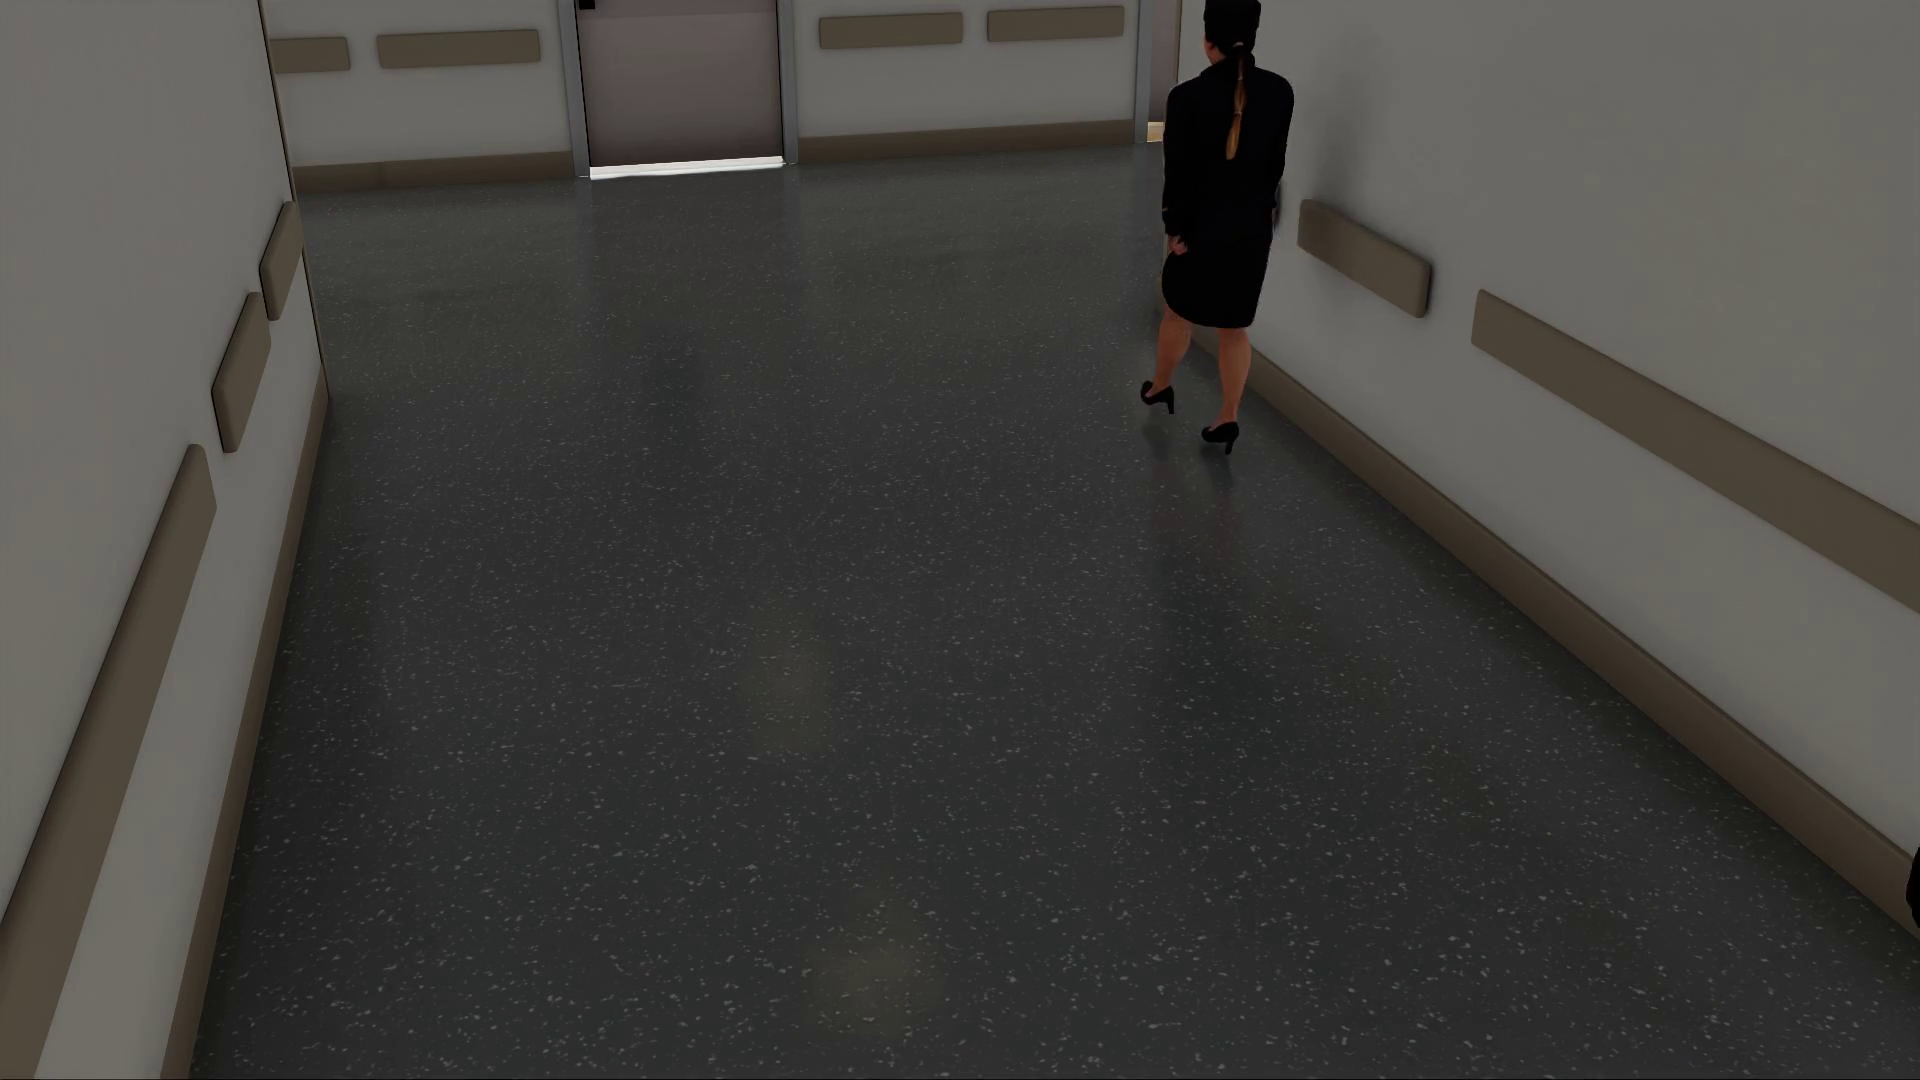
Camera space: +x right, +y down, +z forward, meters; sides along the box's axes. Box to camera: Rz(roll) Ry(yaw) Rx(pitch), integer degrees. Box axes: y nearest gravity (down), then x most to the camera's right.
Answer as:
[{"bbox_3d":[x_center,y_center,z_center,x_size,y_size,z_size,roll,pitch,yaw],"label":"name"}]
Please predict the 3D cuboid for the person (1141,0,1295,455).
[{"bbox_3d":[0.986,-1.106,6.112,0.802,1.648,0.746,-7,27,-13],"label":"person"}]
